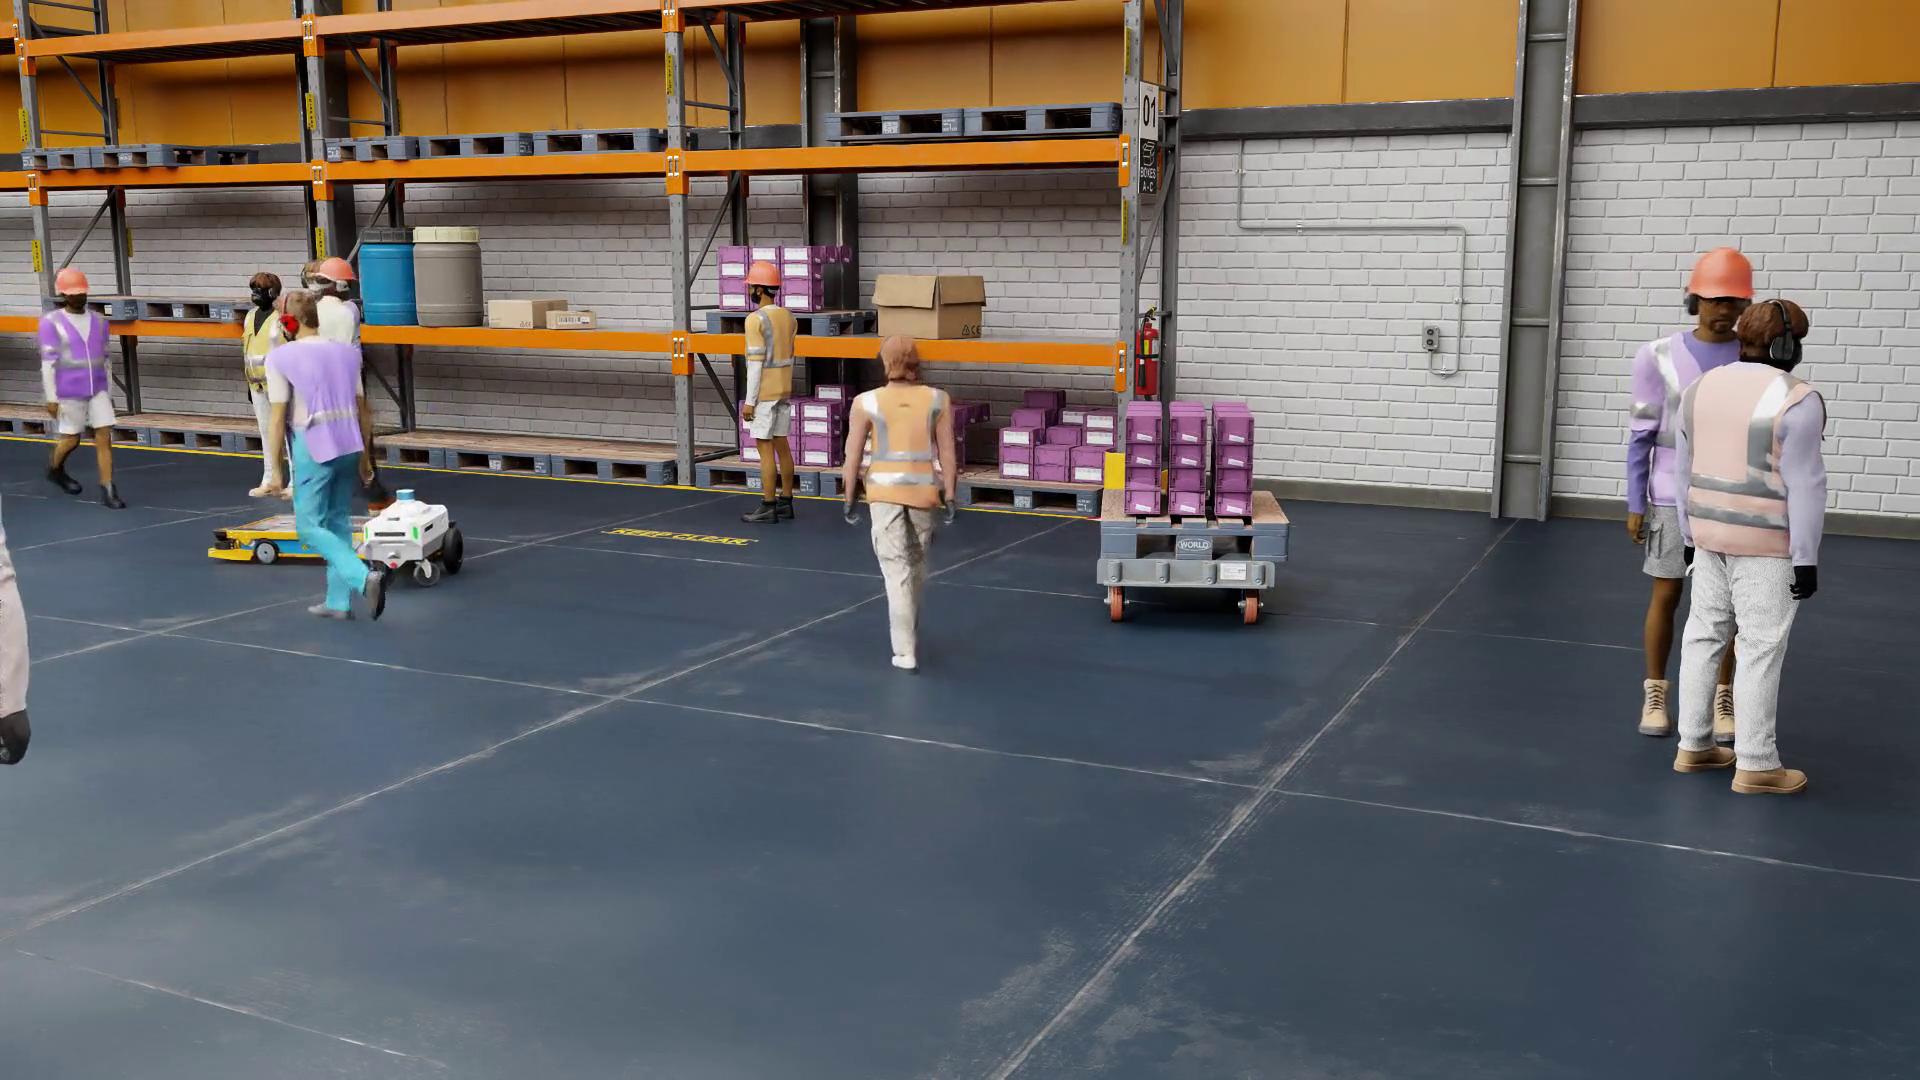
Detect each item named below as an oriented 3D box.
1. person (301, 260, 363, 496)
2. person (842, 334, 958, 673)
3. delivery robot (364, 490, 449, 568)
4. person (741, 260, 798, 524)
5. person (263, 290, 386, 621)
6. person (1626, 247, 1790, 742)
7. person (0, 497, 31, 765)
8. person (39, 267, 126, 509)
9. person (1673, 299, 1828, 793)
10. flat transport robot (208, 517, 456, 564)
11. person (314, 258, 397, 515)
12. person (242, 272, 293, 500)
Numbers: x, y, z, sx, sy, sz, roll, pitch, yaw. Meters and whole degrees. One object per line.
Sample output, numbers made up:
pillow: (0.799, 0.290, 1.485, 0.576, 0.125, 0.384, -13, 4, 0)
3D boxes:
person: (-5.209, -1.311, 13.608, 0.635, 1.937, 0.354, -4, 11, -22)
person: (-0.321, -0.201, 8.171, 0.545, 1.602, 0.782, -3, 10, -18)
delivery robot: (-3.378, -0.065, 10.164, 0.477, 0.478, 0.707, 0, 10, -2)
person: (-1.429, -1.089, 12.326, 0.347, 1.943, 0.544, 5, 11, 26)
person: (-3.348, -0.419, 8.875, 0.640, 1.814, 0.617, 5, 11, 26)
person: (3.057, -0.172, 6.843, 0.607, 2.032, 0.408, 2, 10, 12)
person: (-2.573, 0.404, 3.920, 0.678, 1.884, 0.738, -6, 11, -30)
person: (-6.977, -1.194, 13.088, 0.845, 1.903, 0.570, 7, 12, 33)
person: (2.981, 0.021, 6.263, 0.429, 1.841, 0.633, -4, 11, -21)
flat transport robot: (-4.104, -0.012, 10.945, 1.431, 0.197, 0.652, 1, 10, 7)
person: (-4.625, -1.131, 12.530, 0.634, 1.952, 0.906, 8, 12, 37)
person: (-5.580, -1.248, 13.524, 0.633, 1.841, 0.429, 5, 11, 28)
